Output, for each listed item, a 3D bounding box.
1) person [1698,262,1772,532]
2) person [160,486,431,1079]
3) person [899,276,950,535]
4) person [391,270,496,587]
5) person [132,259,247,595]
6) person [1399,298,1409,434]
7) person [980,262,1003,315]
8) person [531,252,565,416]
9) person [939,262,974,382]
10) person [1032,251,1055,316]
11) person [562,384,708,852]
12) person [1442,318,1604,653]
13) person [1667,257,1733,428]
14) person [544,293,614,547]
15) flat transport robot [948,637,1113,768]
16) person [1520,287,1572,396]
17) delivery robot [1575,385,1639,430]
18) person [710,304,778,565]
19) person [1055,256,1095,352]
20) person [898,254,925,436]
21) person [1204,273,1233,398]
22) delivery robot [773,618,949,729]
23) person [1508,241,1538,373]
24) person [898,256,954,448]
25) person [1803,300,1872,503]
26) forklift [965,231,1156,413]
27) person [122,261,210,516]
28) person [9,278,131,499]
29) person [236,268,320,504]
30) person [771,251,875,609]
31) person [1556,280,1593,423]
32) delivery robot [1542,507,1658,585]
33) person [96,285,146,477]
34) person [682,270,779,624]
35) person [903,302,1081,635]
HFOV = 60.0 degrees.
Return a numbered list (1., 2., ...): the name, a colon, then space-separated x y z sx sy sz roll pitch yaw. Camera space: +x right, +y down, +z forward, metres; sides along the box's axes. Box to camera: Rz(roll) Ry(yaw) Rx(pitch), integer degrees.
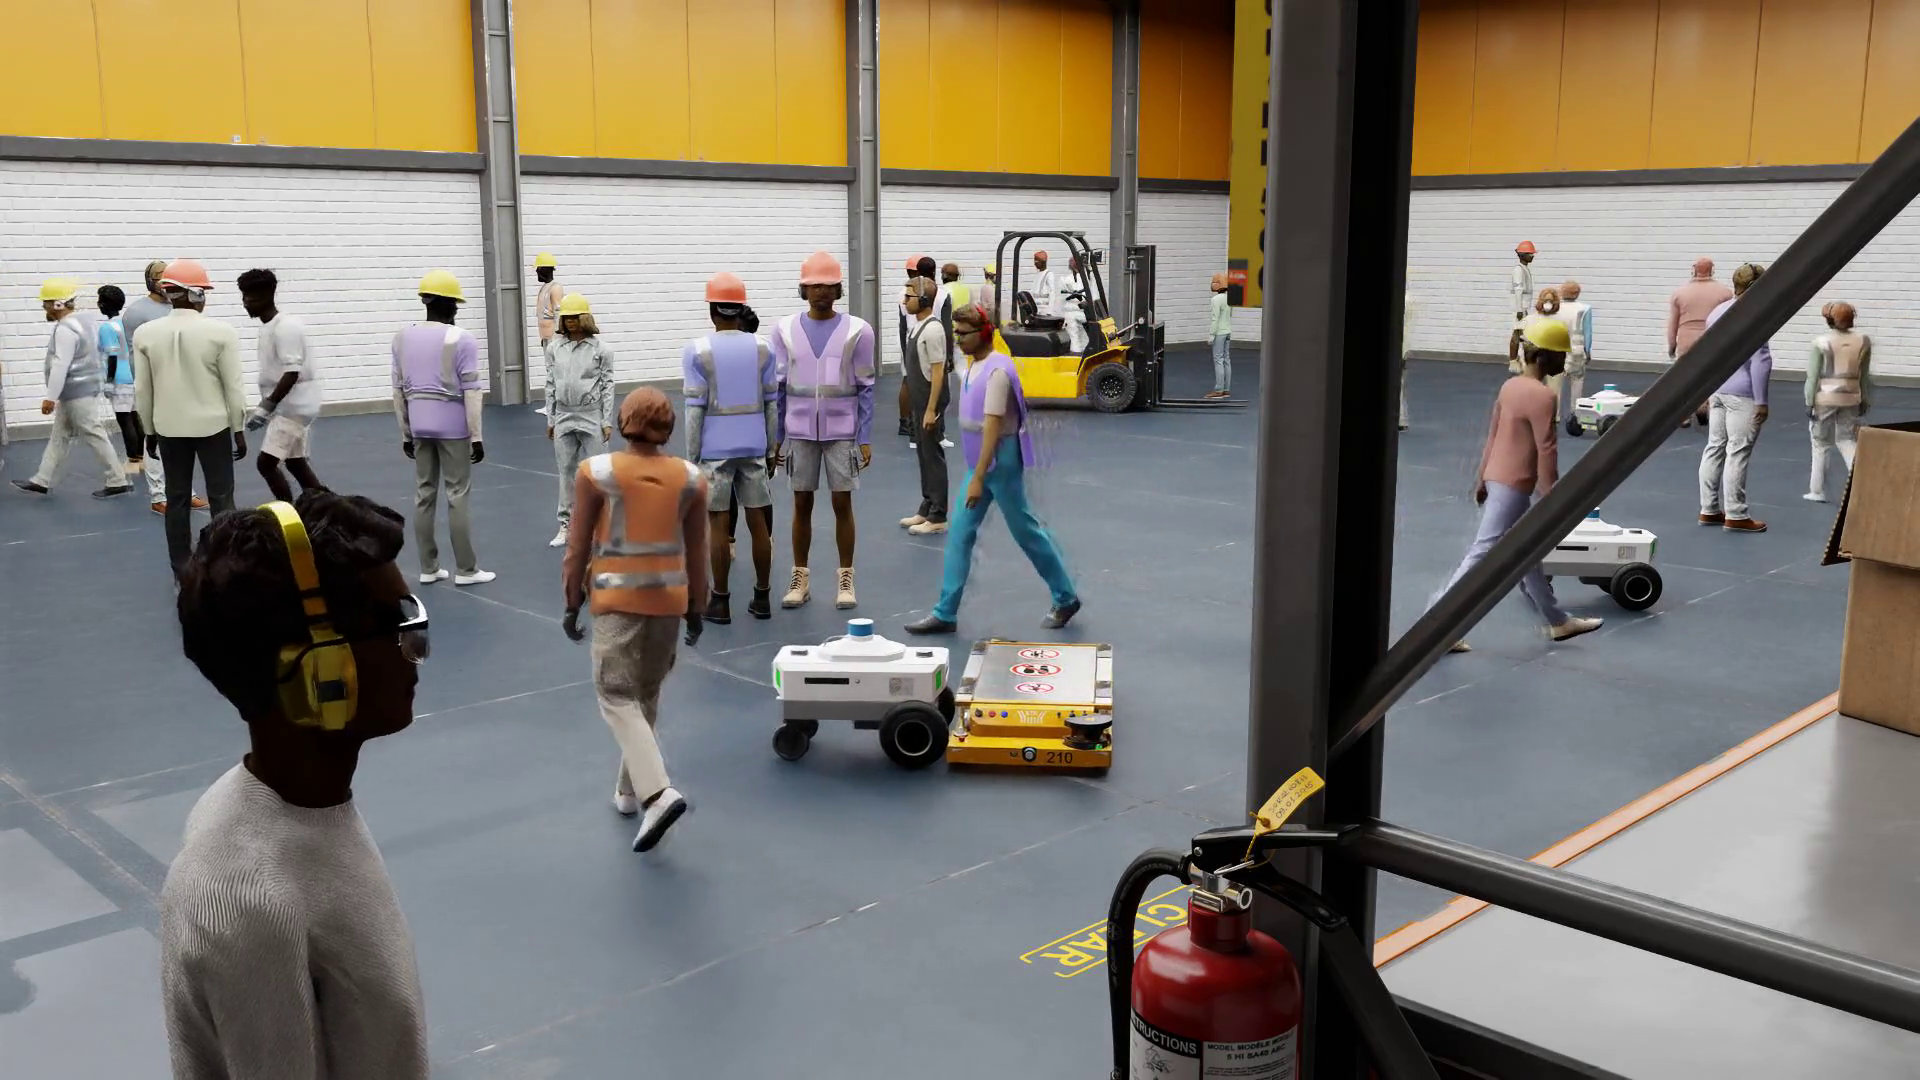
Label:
1. person: 5.620 -1.029 12.035 0.374 1.940 0.627 -2 11 -11
2. person: -0.678 0.870 1.861 0.321 1.873 0.532 -4 11 -20
3. person: -0.247 -0.958 11.900 0.344 1.845 0.506 -2 11 -11
4. person: -3.156 -0.672 10.140 0.589 1.919 0.392 3 11 18
5. person: -4.553 -0.664 9.898 0.612 1.991 0.392 -1 10 -5
6. person: 4.432 -2.011 17.750 0.820 1.802 0.621 -1 10 -3
7. person: 0.428 -2.918 22.831 0.325 1.760 0.523 -3 11 -16
8. person: -4.873 -2.444 19.780 0.366 1.927 0.585 -6 12 -28
9. person: -0.054 -2.423 20.012 0.663 1.814 0.714 -10 14 -43
10. person: 1.318 -3.662 26.536 0.359 1.886 0.573 -4 11 -22
11. person: -1.097 0.262 5.905 0.545 1.605 0.720 -7 13 -34
12. person: 2.844 -0.265 8.481 0.971 1.711 0.558 0 10 0
13. person: 8.213 -2.188 18.473 0.679 1.889 0.438 6 12 29
14. person: -2.608 -0.815 11.400 0.486 1.744 0.294 1 10 5
15. flat transport robot: 0.339 0.679 7.271 0.652 0.197 1.431 1 10 5
16. person: 6.138 -1.855 17.444 0.499 1.603 0.724 4 11 22
17. delivery robot: 6.853 -1.399 17.574 0.707 0.478 0.477 -6 12 -29
18. person: -1.399 -0.668 10.721 0.534 1.699 0.318 2 11 11
19. person: 1.693 -3.322 24.828 0.602 1.826 0.968 -3 11 -18
20. person: -0.472 -2.085 17.800 0.375 1.933 0.550 2 11 13
21. person: 3.417 -2.684 21.891 0.279 1.633 0.500 7 13 34
22. delivery robot: -0.405 0.567 6.849 0.707 0.478 0.477 1 10 3
23. person: 8.747 -3.618 25.866 0.374 2.044 0.607 5 11 24
24. person: -0.335 -1.869 16.661 0.593 1.922 0.391 5 11 24
25. person: 6.945 -1.076 13.142 0.529 1.622 0.512 0 10 -1
26. forklift: 1.222 -2.721 20.561 2.313 2.155 1.214 2 11 13
27. person: -6.066 -1.160 12.750 0.372 1.940 0.630 3 11 18
28. person: -7.189 -1.192 13.325 0.914 1.781 0.607 -4 11 -20
29. person: -4.554 -0.880 11.301 0.631 1.913 0.629 -7 12 -32
30. person: -0.790 -0.615 9.495 0.607 2.043 0.380 1 10 4
31. person: 6.973 -2.147 19.007 0.549 1.613 0.677 7 12 33
32. delivery robot: 3.649 0.050 9.672 0.707 0.478 0.477 1 11 8
33. person: -7.438 -1.405 14.744 0.321 1.695 0.537 -1 10 -5
34. person: -1.268 -0.503 9.165 0.543 1.939 0.361 -5 12 -27
35. person: 0.220 -0.376 8.905 0.986 1.793 0.582 -4 11 -19
